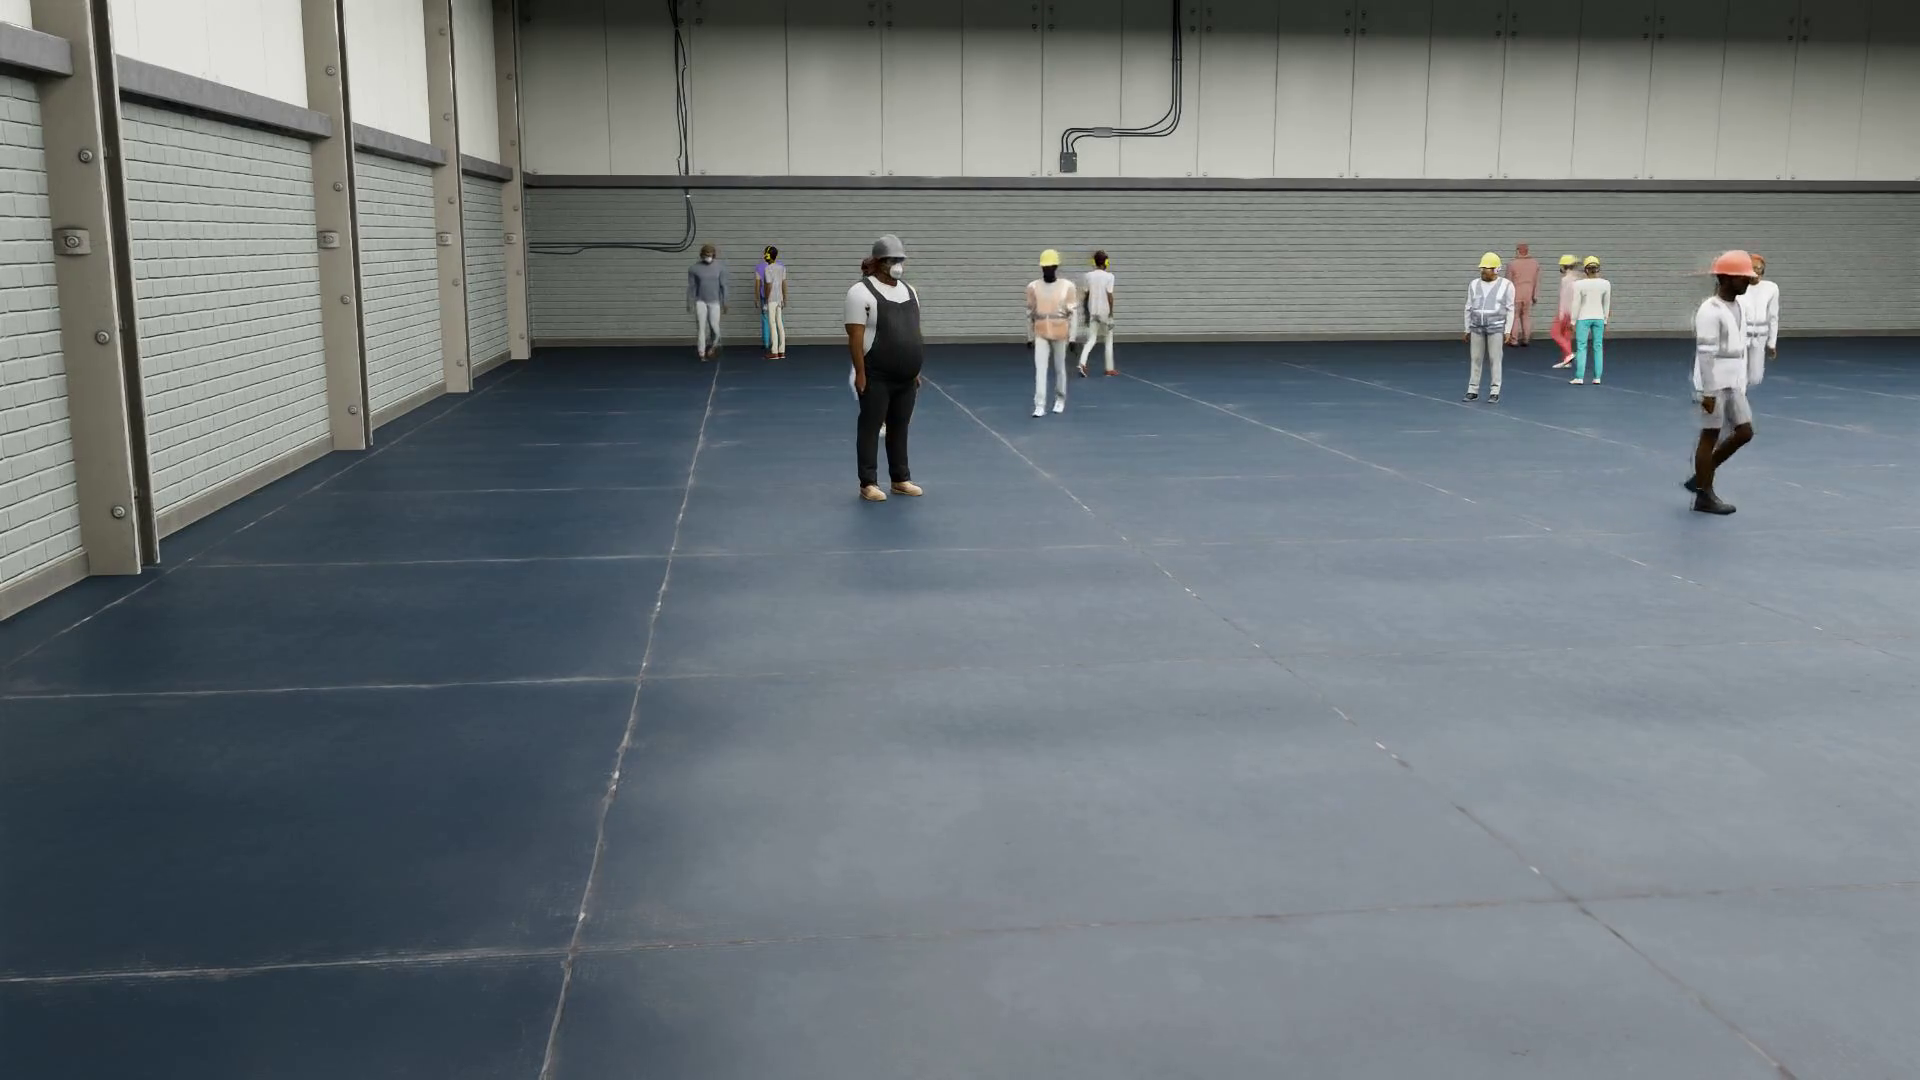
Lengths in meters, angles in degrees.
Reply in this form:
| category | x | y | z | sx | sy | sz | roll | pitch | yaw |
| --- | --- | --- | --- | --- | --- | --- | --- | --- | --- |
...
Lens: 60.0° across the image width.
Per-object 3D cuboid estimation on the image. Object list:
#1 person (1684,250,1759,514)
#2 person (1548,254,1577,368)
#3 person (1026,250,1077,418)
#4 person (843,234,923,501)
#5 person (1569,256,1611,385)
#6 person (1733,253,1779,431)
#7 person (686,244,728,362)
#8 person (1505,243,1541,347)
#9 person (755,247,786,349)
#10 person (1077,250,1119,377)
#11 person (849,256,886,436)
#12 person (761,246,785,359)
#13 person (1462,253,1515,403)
| category | x | y | z | sx | sy | sz | roll | pitch | yaw |
| --- | --- | --- | --- | --- | --- | --- | --- | --- | --- |
| person | 5.569 | -1.138 | 12.124 | 0.577 | 1.923 | 0.400 | -8 | 13 | -38 |
| person | 9.277 | -3.504 | 25.568 | 0.368 | 1.750 | 0.542 | 8 | 13 | 36 |
| person | 1.036 | -2.349 | 18.913 | 0.601 | 1.880 | 0.974 | 3 | 11 | 15 |
| person | -0.528 | -1.330 | 12.865 | 0.683 | 2.000 | 0.538 | -10 | 14 | -43 |
| person | 8.623 | -3.001 | 22.804 | 0.523 | 1.760 | 0.327 | 0 | 10 | -2 |
| person | 8.187 | -2.063 | 17.362 | 0.594 | 1.864 | 0.712 | 0 | 10 | 3 |
| person | -4.123 | -3.864 | 27.122 | 0.692 | 1.910 | 0.608 | -1 | 10 | -6 |
| person | 10.273 | -4.483 | 30.530 | 0.685 | 1.905 | 0.408 | -2 | 11 | -11 |
| person | -3.421 | -4.374 | 30.082 | 0.570 | 1.843 | 0.372 | -3 | 11 | -15 |
| person | 2.004 | -3.270 | 24.049 | 0.557 | 1.854 | 0.763 | 8 | 13 | 36 |
| person | -0.872 | -1.953 | 16.888 | 0.636 | 1.825 | 0.511 | 9 | 14 | 40 |
| person | -3.122 | -3.952 | 27.708 | 0.328 | 1.871 | 0.517 | 5 | 12 | 28 |
| person | 6.452 | -2.588 | 20.337 | 0.594 | 1.828 | 0.403 | 8 | 13 | 38 |
